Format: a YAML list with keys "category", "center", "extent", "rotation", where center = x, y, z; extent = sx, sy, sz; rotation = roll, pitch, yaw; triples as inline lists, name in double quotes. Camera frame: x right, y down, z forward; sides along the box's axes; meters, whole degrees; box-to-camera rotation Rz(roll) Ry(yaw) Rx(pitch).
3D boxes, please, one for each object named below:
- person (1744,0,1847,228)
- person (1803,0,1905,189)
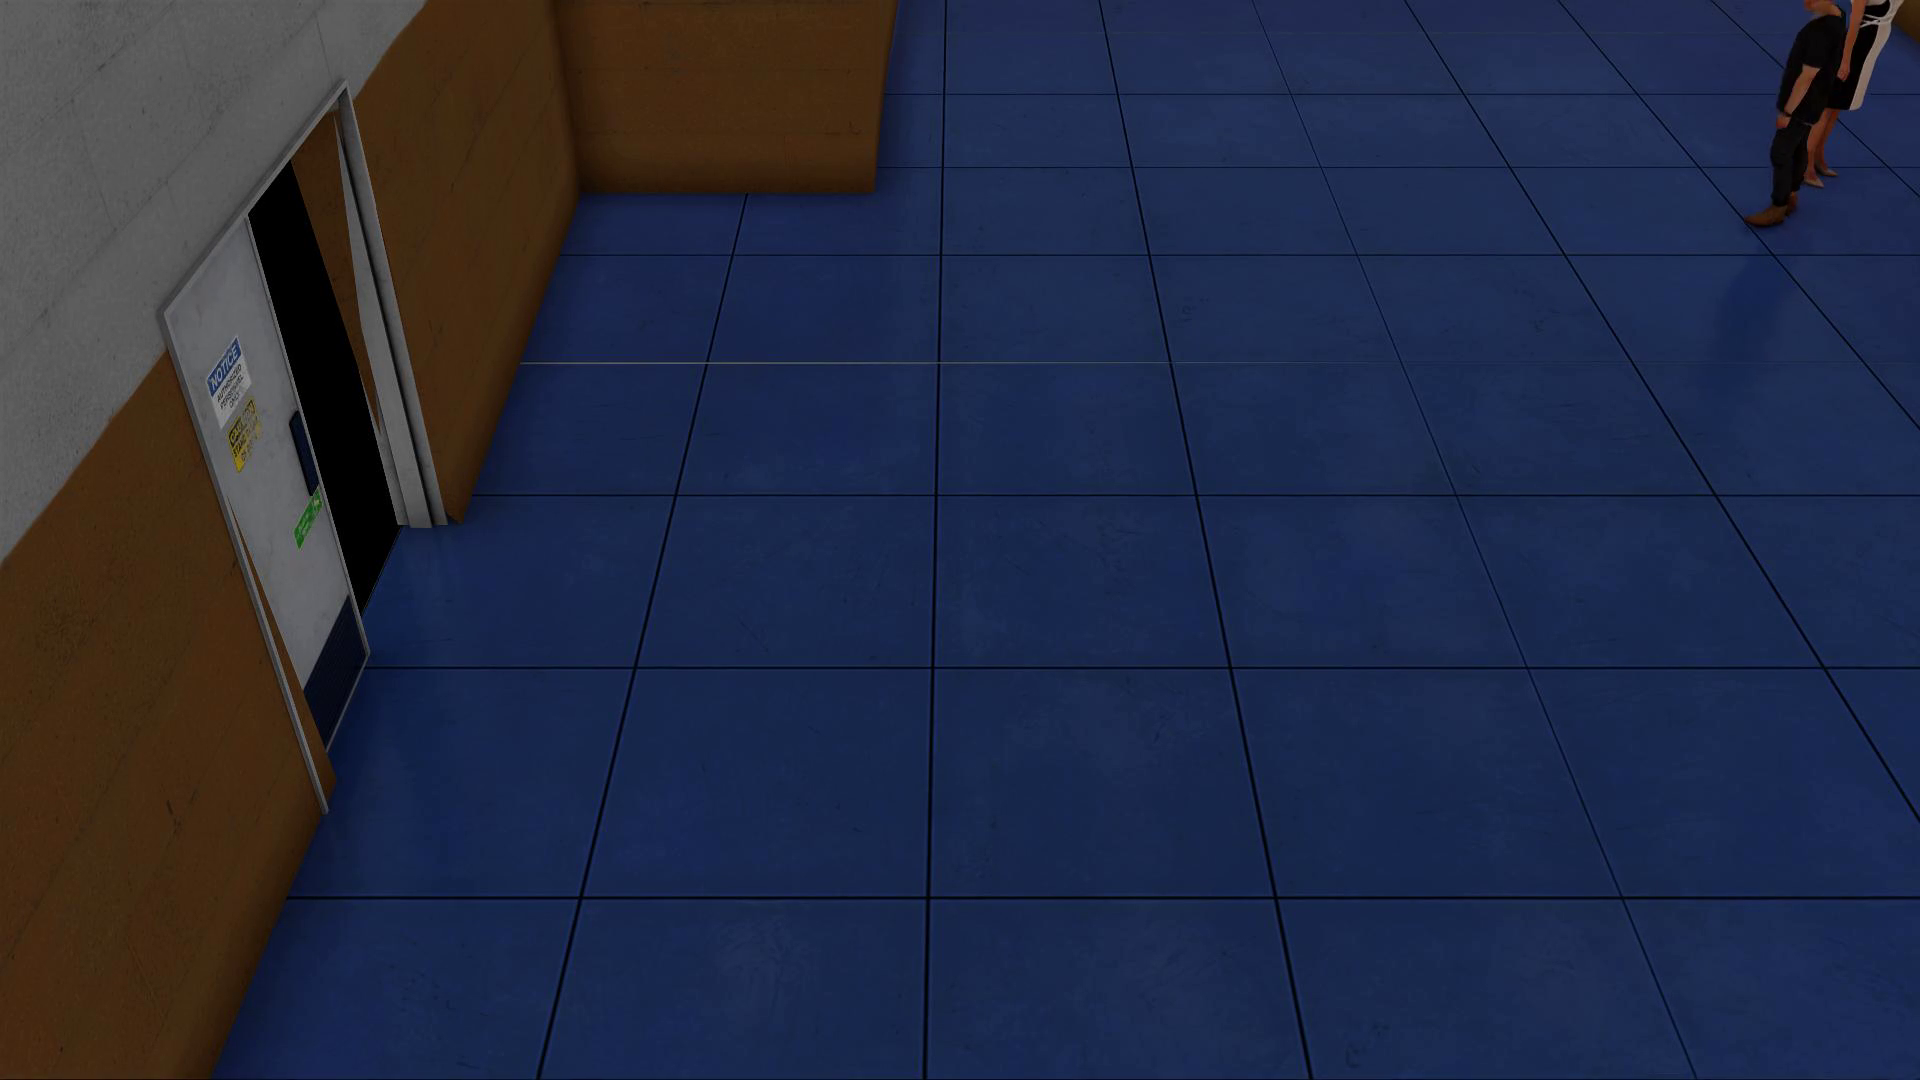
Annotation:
- category: "person"
  center: [5.411, -2.820, 10.563]
  extent: [0.833, 1.686, 0.868]
  rotation: [30, 46, 34]
- category: "person"
  center: [5.937, -3.239, 11.065]
  extent: [0.683, 1.755, 0.752]
  rotation: [-30, 46, -33]
